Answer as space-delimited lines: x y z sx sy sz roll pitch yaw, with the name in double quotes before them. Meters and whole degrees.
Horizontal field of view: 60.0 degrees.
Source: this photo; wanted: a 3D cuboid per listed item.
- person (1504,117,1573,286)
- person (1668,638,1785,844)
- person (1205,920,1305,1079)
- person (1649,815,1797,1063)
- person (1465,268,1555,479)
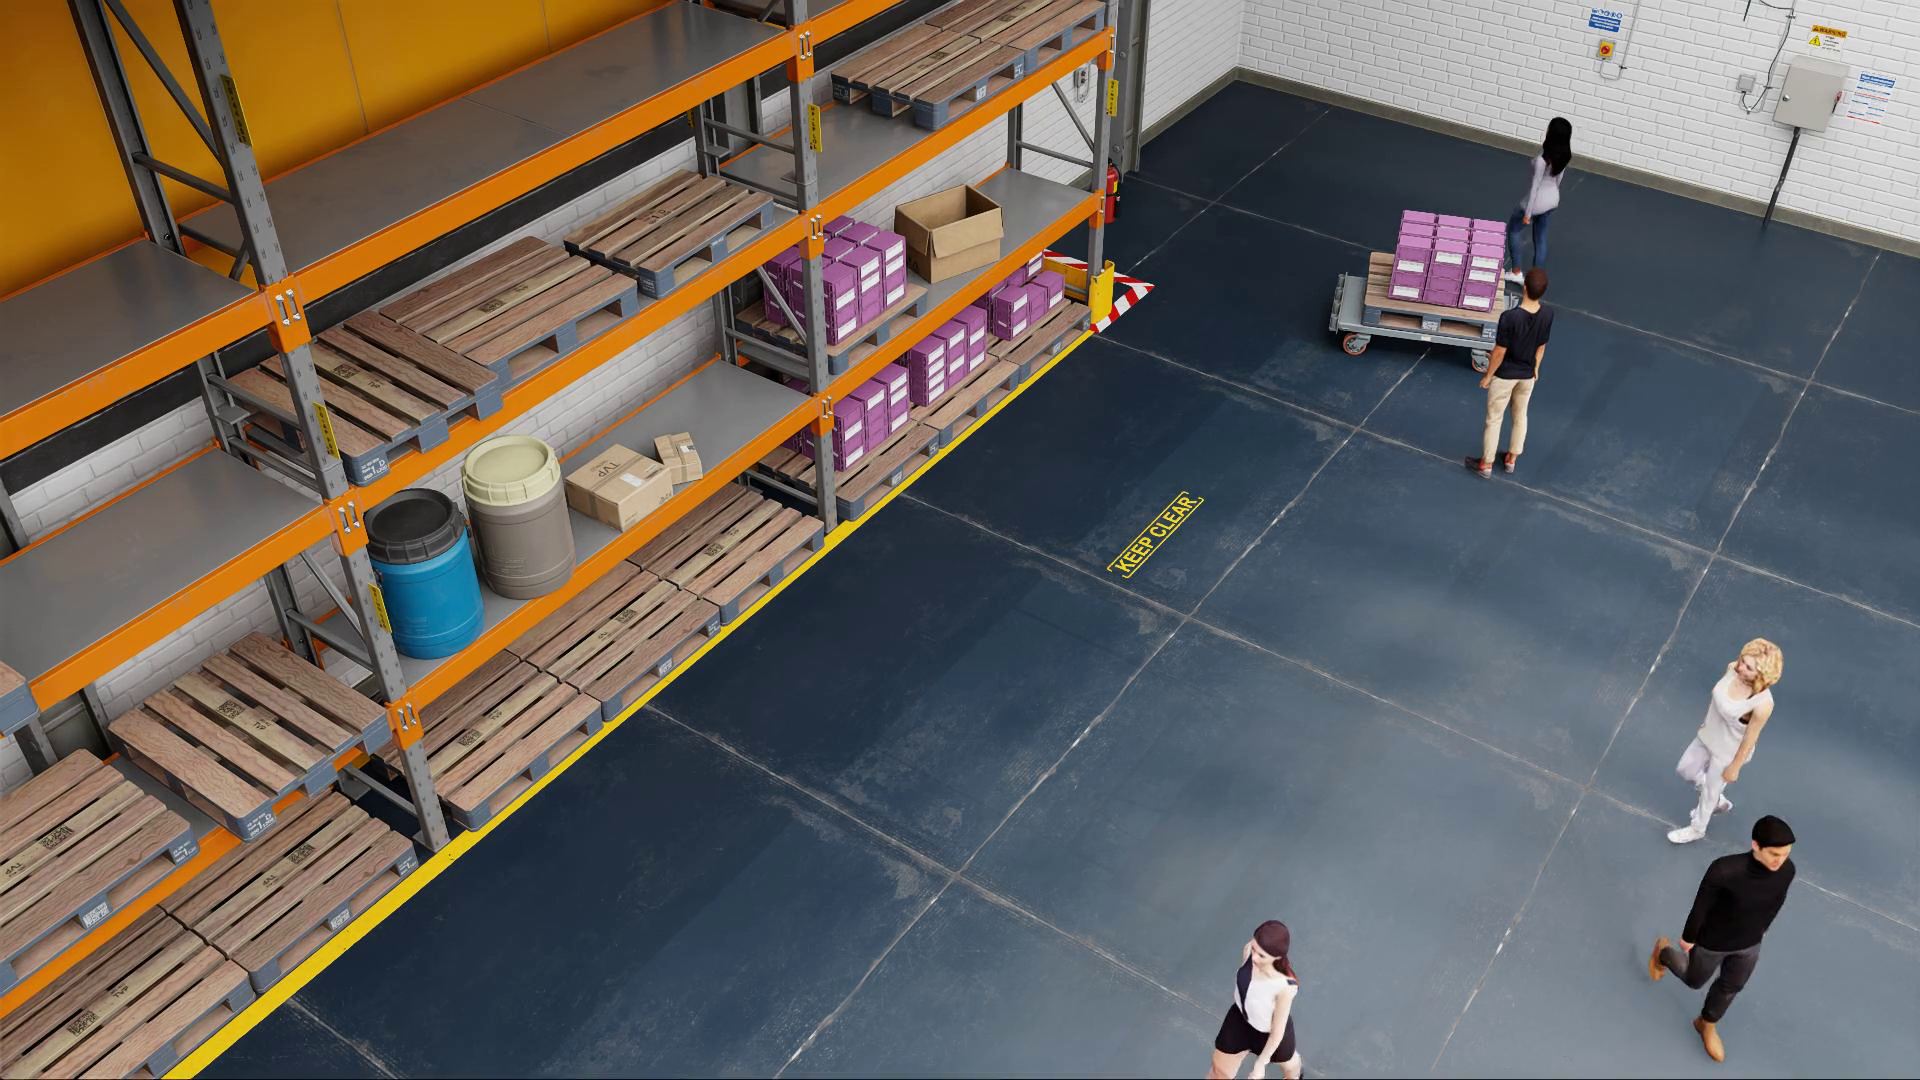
"person" 5.502 -3.088 15.577 0.695 1.722 0.793 -21 43 -24
"person" 4.773 1.238 10.210 0.819 1.659 0.757 -5 39 -6
"person" 1.632 2.524 8.650 1.170 1.594 0.827 -24 45 -27
"person" 4.184 2.082 9.114 0.961 1.706 1.039 -4 39 -5
"person" 4.415 -1.322 13.255 0.684 1.858 0.762 -9 39 -11
